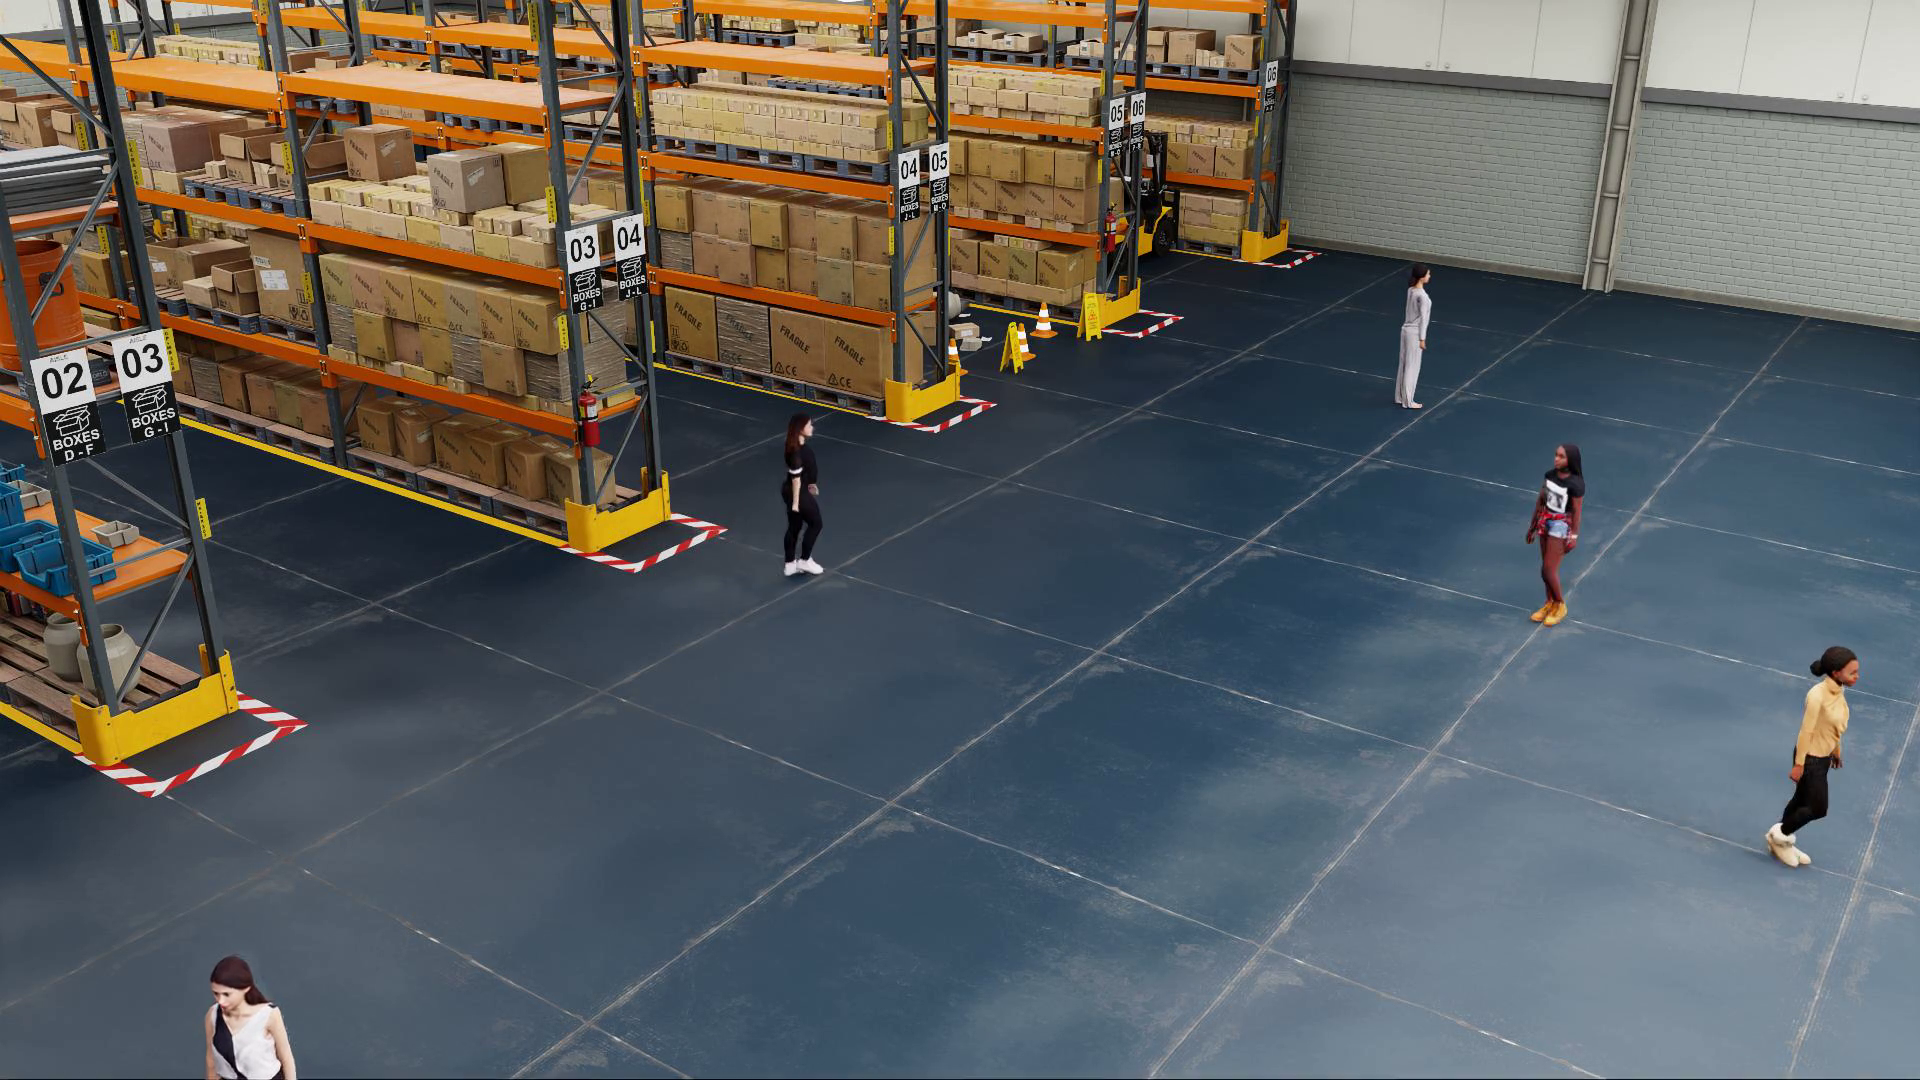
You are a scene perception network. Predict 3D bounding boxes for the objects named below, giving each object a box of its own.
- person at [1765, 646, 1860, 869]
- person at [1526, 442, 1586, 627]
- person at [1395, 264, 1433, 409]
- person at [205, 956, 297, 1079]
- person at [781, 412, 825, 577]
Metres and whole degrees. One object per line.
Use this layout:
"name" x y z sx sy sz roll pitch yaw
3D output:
"person" 5.701 1.448 11.267 0.669 1.647 0.659 -19 30 -38
"person" 5.350 -0.061 14.734 0.781 1.710 0.706 -8 24 -19
"person" 5.564 -2.507 20.407 0.721 1.773 0.664 -4 23 -9
"person" -3.452 2.746 8.214 0.618 1.648 0.710 0 23 -1
"person" -1.607 -0.424 15.698 0.790 1.624 0.728 -4 23 -10
